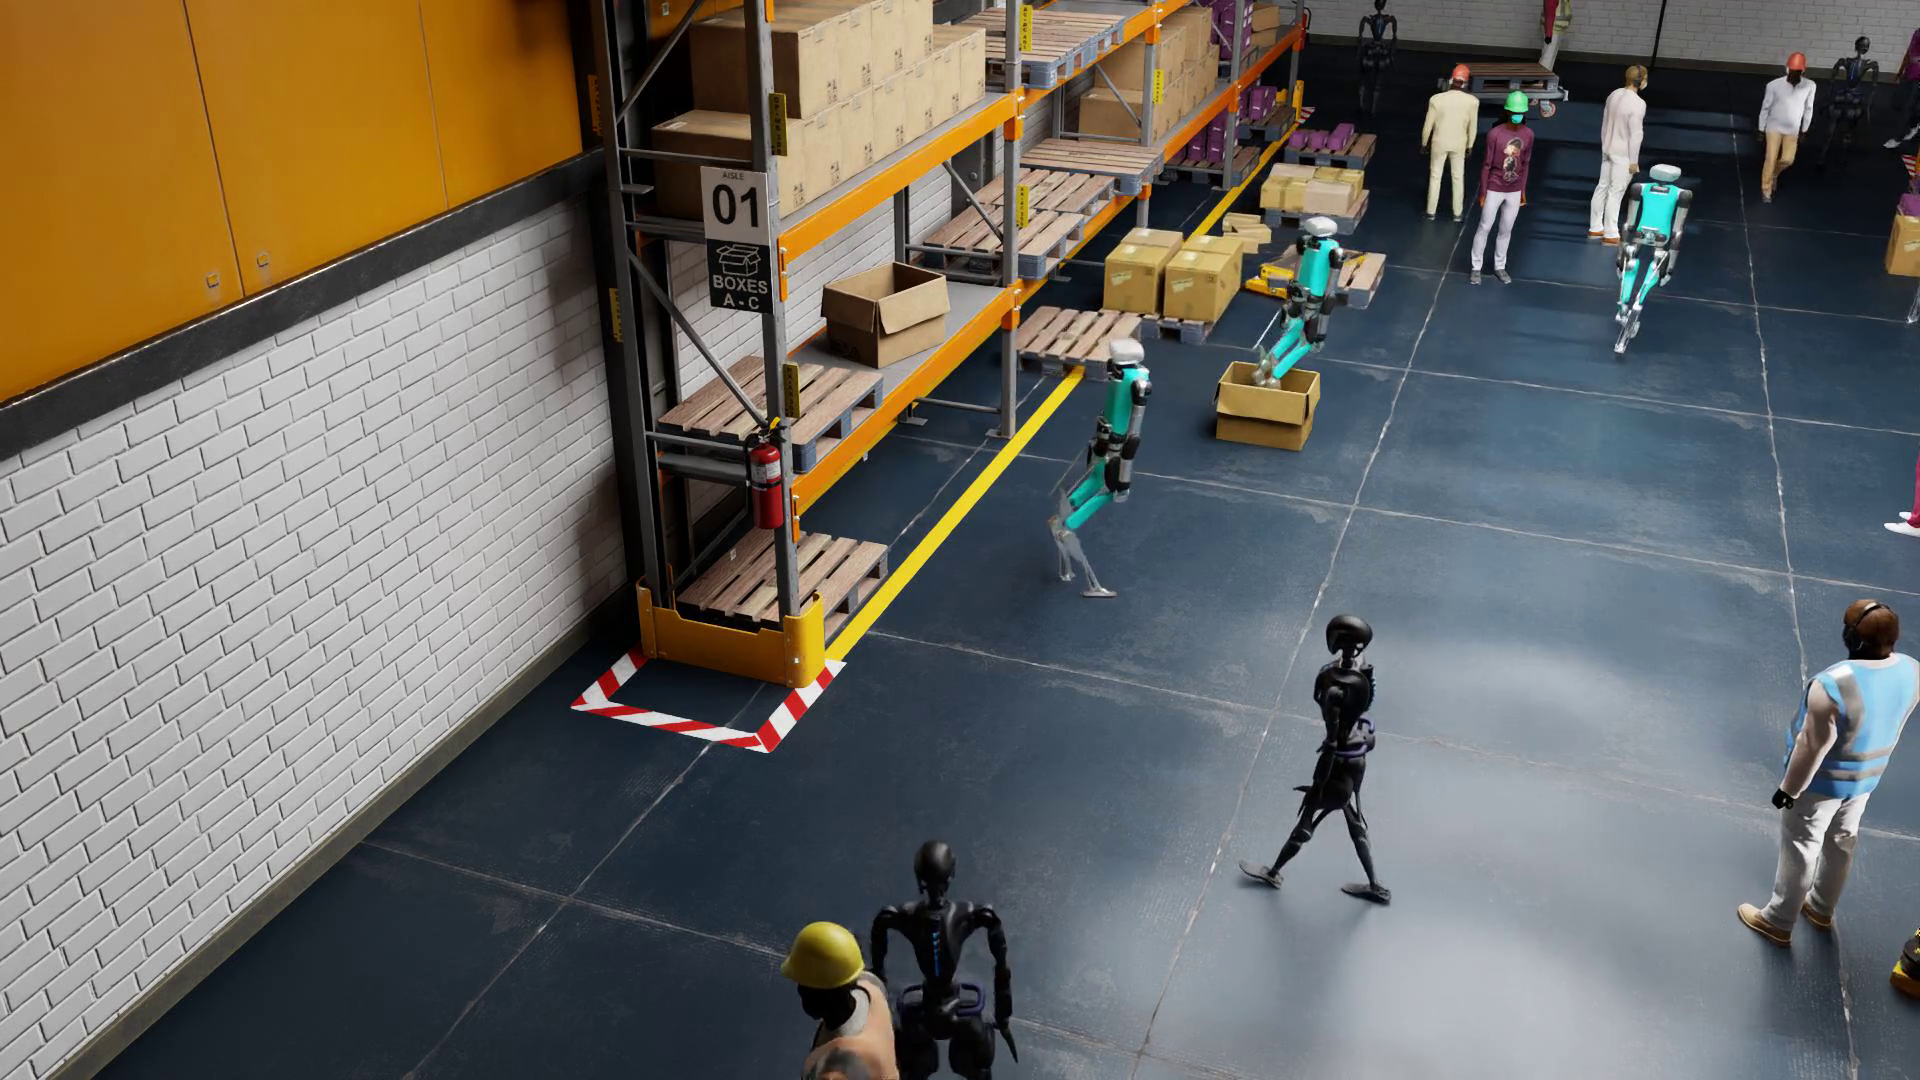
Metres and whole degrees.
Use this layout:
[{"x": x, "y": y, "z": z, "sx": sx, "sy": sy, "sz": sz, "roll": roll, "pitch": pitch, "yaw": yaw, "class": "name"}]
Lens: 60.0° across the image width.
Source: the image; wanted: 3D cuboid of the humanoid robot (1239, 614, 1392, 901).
[{"x": 1.825, "y": 1.066, "z": 8.190, "sx": 0.764, "sy": 1.625, "sz": 0.599, "roll": 12, "pitch": 30, "yaw": 22, "class": "humanoid robot"}]

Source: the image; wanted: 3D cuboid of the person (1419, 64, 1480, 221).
[{"x": 5.536, "y": -4.492, "z": 18.854, "sx": 0.599, "sy": 1.744, "sz": 0.386, "roll": 4, "pitch": 27, "yaw": 7, "class": "person"}]

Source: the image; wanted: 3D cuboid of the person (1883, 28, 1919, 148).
[{"x": 12.593, "y": -6.100, "z": 21.876, "sx": 0.639, "sy": 1.831, "sz": 0.556, "roll": -8, "pitch": 28, "yaw": -15, "class": "person"}]

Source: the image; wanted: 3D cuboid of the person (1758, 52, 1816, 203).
[{"x": 9.709, "y": -4.888, "z": 19.628, "sx": 0.577, "sy": 1.731, "sz": 0.529, "roll": 5, "pitch": 28, "yaw": 9, "class": "person"}]

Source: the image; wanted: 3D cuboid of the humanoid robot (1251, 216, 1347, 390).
[{"x": 2.662, "y": -1.690, "z": 13.423, "sx": 0.781, "sy": 1.755, "sz": 0.594, "roll": -13, "pitch": 30, "yaw": -24, "class": "humanoid robot"}]

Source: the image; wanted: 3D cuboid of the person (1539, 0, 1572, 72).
[{"x": 8.832, "y": -7.569, "z": 24.733, "sx": 0.429, "sy": 1.831, "sz": 0.633, "roll": 15, "pitch": 31, "yaw": 27, "class": "person"}]

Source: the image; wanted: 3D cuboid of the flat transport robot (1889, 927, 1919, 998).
[{"x": 5.134, "y": 2.137, "z": 7.606, "sx": 1.431, "sy": 0.231, "sz": 0.659, "roll": 23, "pitch": 35, "yaw": 37, "class": "flat transport robot"}]

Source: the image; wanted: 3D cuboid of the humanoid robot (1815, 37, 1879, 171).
[{"x": 11.121, "y": -5.457, "z": 20.882, "sx": 0.603, "sy": 1.645, "sz": 0.807, "roll": 21, "pitch": 34, "yaw": 35, "class": "humanoid robot"}]

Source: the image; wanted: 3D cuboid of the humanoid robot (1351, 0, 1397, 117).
[{"x": 5.857, "y": -6.840, "z": 23.483, "sx": 0.601, "sy": 1.644, "sz": 0.370, "roll": 1, "pitch": 27, "yaw": 1, "class": "humanoid robot"}]

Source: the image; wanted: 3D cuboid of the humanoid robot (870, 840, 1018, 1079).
[{"x": -0.067, "y": 1.930, "z": 6.476, "sx": 0.613, "sy": 1.648, "sz": 0.452, "roll": 1, "pitch": 27, "yaw": 2, "class": "humanoid robot"}]

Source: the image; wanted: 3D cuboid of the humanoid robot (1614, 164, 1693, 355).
[{"x": 6.099, "y": -2.447, "z": 14.908, "sx": 0.535, "sy": 1.720, "sz": 1.017, "roll": 18, "pitch": 33, "yaw": 32, "class": "humanoid robot"}]

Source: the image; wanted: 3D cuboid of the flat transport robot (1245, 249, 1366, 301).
[{"x": 3.601, "y": -2.773, "z": 17.129, "sx": 0.659, "sy": 0.231, "sz": 1.431, "roll": 21, "pitch": 34, "yaw": 35, "class": "flat transport robot"}]

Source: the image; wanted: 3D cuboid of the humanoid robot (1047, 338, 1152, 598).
[{"x": 0.842, "y": -0.446, "z": 11.016, "sx": 0.781, "sy": 1.772, "sz": 0.534, "roll": -8, "pitch": 28, "yaw": -15, "class": "humanoid robot"}]

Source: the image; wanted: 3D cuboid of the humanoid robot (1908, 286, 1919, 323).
[{"x": 9.287, "y": -2.762, "z": 15.560, "sx": 0.534, "sy": 1.823, "sz": 0.821, "roll": 14, "pitch": 30, "yaw": 25, "class": "humanoid robot"}]

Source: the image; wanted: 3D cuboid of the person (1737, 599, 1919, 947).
[{"x": 4.124, "y": 1.105, "z": 7.892, "sx": 0.635, "sy": 1.840, "sz": 0.429, "roll": -10, "pitch": 29, "yaw": -19, "class": "person"}]

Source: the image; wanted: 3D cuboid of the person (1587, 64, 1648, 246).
[{"x": 7.151, "y": -4.173, "z": 18.025, "sx": 0.377, "sy": 1.940, "sz": 0.627, "roll": -5, "pitch": 28, "yaw": -9, "class": "person"}]

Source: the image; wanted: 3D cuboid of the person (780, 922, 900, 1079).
[{"x": -0.445, "y": 2.117, "z": 5.908, "sx": 1.007, "sy": 1.857, "sz": 0.598, "roll": 7, "pitch": 28, "yaw": 13, "class": "person"}]

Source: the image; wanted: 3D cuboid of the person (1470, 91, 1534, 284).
[{"x": 5.493, "y": -3.564, "z": 16.830, "sx": 0.499, "sy": 1.949, "sz": 0.424, "roll": -2, "pitch": 27, "yaw": -5, "class": "person"}]

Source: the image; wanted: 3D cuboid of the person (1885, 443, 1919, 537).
[{"x": 6.965, "y": -0.798, "z": 11.820, "sx": 0.500, "sy": 1.628, "sz": 0.283, "roll": -24, "pitch": 36, "yaw": -39, "class": "person"}]
